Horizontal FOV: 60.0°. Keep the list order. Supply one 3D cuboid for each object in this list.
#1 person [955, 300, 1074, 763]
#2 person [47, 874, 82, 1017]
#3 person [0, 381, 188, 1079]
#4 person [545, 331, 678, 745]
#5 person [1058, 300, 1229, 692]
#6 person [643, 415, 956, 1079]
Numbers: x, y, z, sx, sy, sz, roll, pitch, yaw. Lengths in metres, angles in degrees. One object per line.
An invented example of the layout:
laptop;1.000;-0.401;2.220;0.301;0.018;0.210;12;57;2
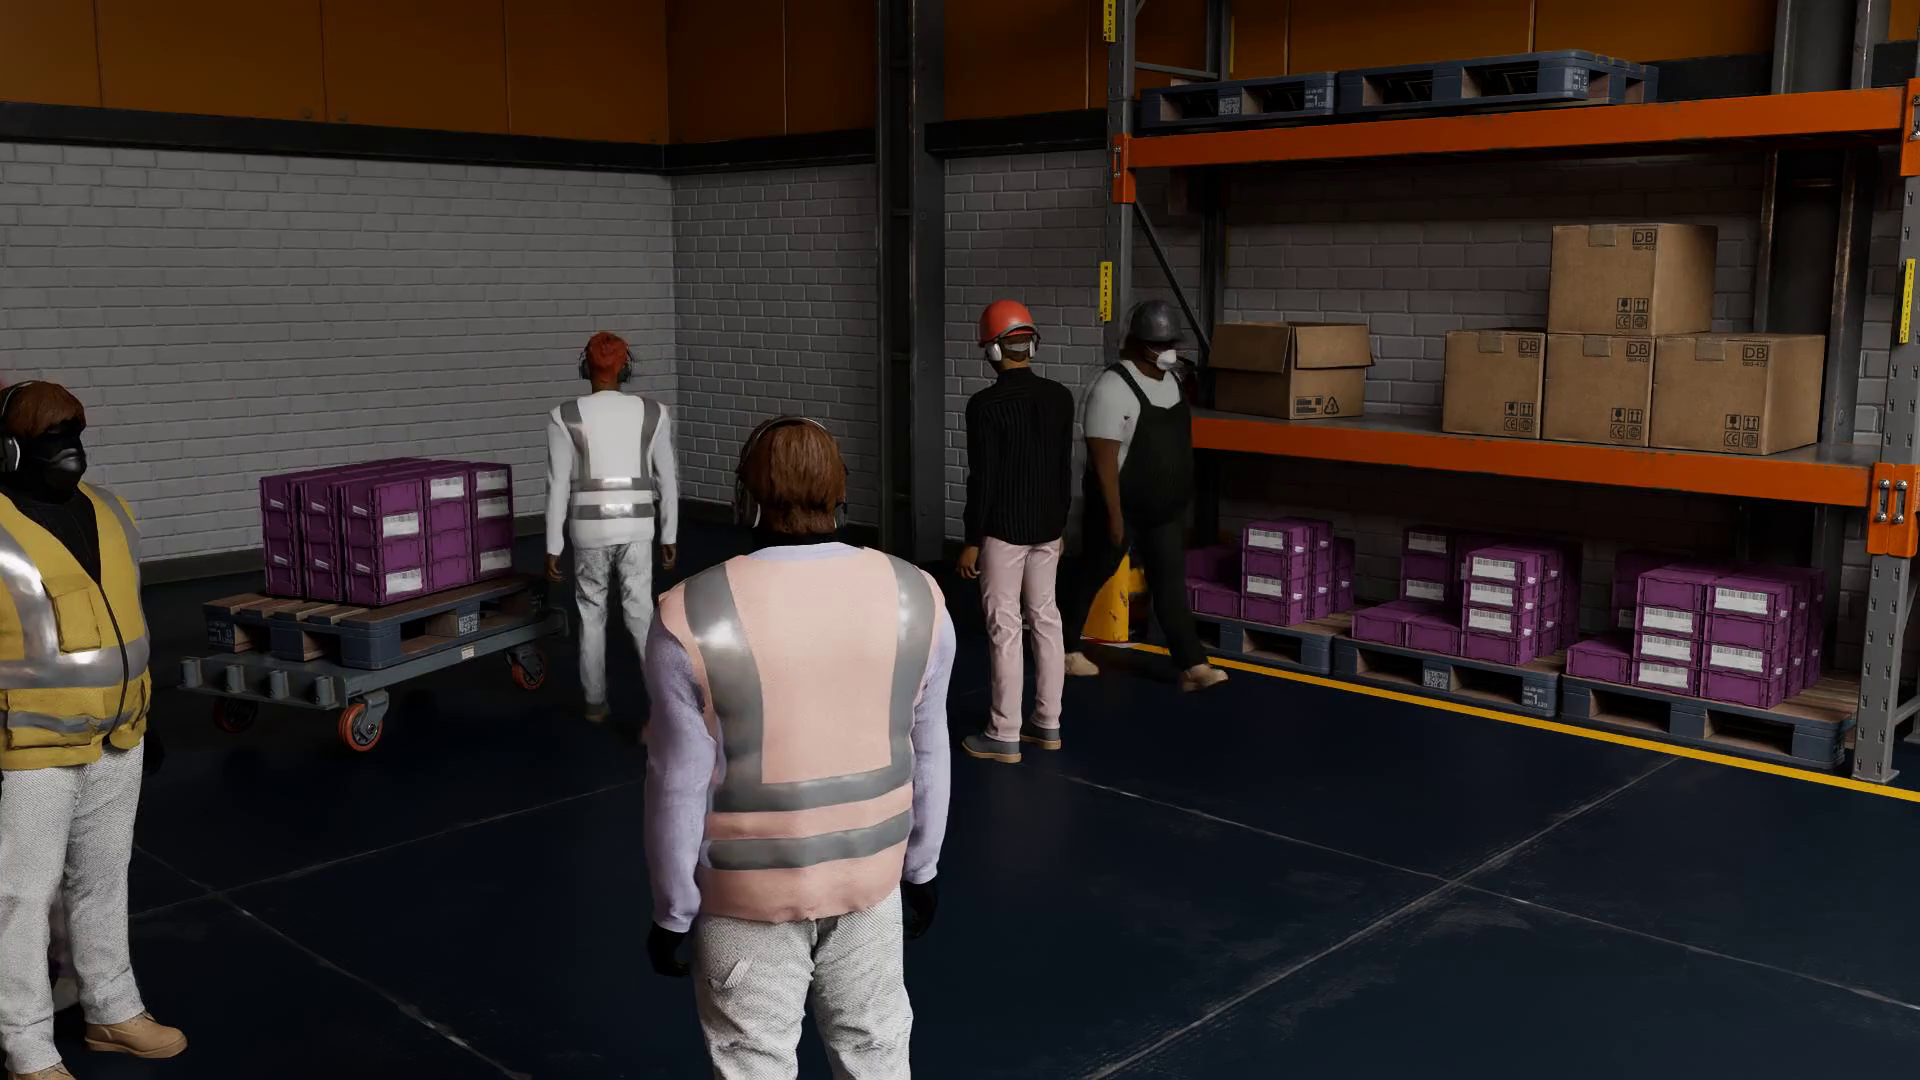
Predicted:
person;0.230;-0.036;7.200;0.609;1.986;0.391;-8;13;-42
person;-2.800;0.426;4.775;0.972;1.865;0.640;2;10;14
person;-2.296;0.515;4.270;0.429;1.844;0.624;3;10;16
person;-1.558;-0.015;7.537;0.610;1.852;0.896;-4;10;-22
person;0.867;-0.257;8.390;0.710;2.000;1.090;-8;12;-42
person;-0.323;0.673;3.293;0.637;1.842;0.429;-5;10;-27
